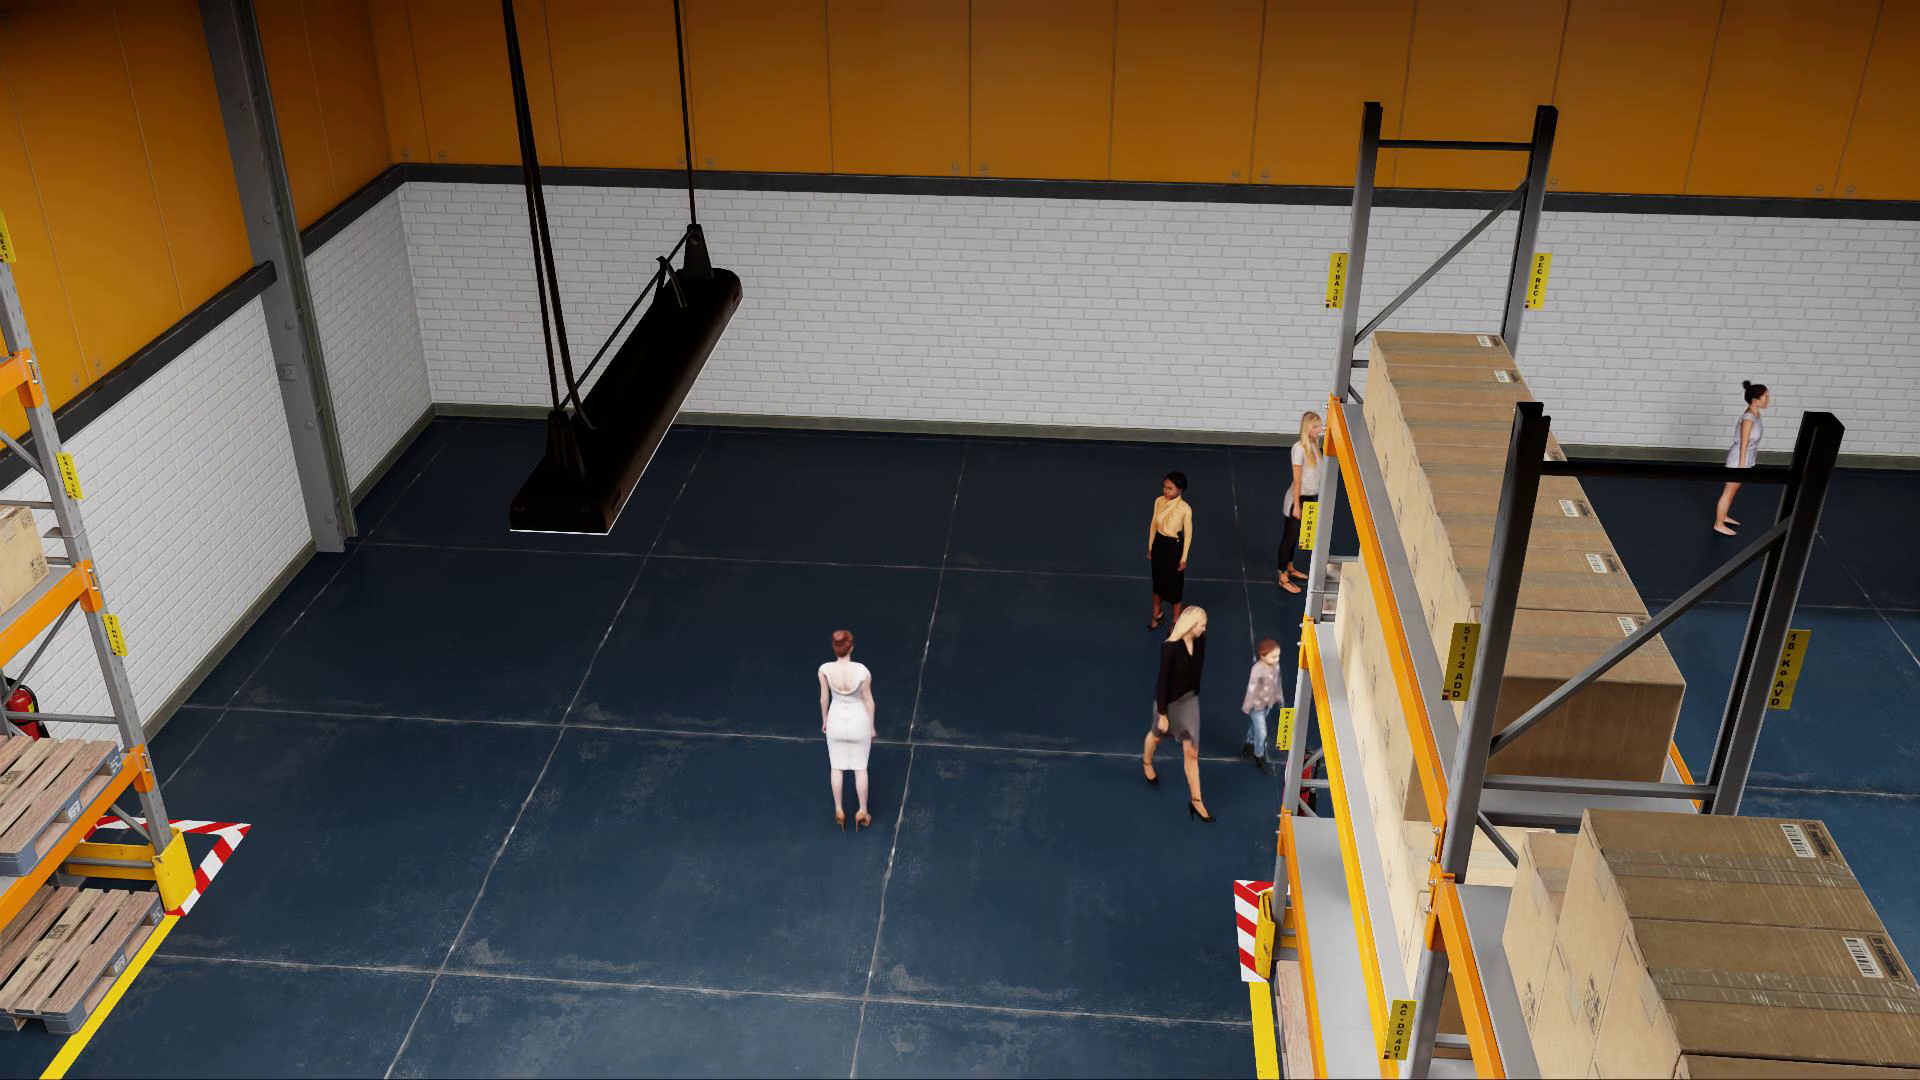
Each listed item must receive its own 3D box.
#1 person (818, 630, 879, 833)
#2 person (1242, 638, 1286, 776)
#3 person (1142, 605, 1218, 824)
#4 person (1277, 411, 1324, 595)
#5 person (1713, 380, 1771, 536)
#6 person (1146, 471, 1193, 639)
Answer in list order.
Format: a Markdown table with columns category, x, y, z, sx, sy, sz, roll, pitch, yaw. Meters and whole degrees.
| category | x | y | z | sx | sy | sz | roll | pitch | yaw |
| --- | --- | --- | --- | --- | --- | --- | --- | --- | --- |
| person | -0.861 | 1.439 | 12.638 | 0.589 | 1.792 | 0.512 | 4 | 29 | 8 |
| person | 2.413 | 1.295 | 13.540 | 0.653 | 1.183 | 0.716 | -21 | 35 | -33 |
| person | 1.604 | 1.287 | 12.941 | 1.091 | 1.770 | 1.229 | -16 | 33 | -27 |
| person | 3.250 | -0.393 | 15.964 | 0.740 | 1.824 | 0.605 | 15 | 32 | 25 |
| person | 8.006 | -0.855 | 17.030 | 0.713 | 1.614 | 0.607 | 17 | 33 | 28 |
| person | 1.914 | 0.127 | 15.190 | 0.659 | 1.653 | 0.692 | 21 | 35 | 34 |
